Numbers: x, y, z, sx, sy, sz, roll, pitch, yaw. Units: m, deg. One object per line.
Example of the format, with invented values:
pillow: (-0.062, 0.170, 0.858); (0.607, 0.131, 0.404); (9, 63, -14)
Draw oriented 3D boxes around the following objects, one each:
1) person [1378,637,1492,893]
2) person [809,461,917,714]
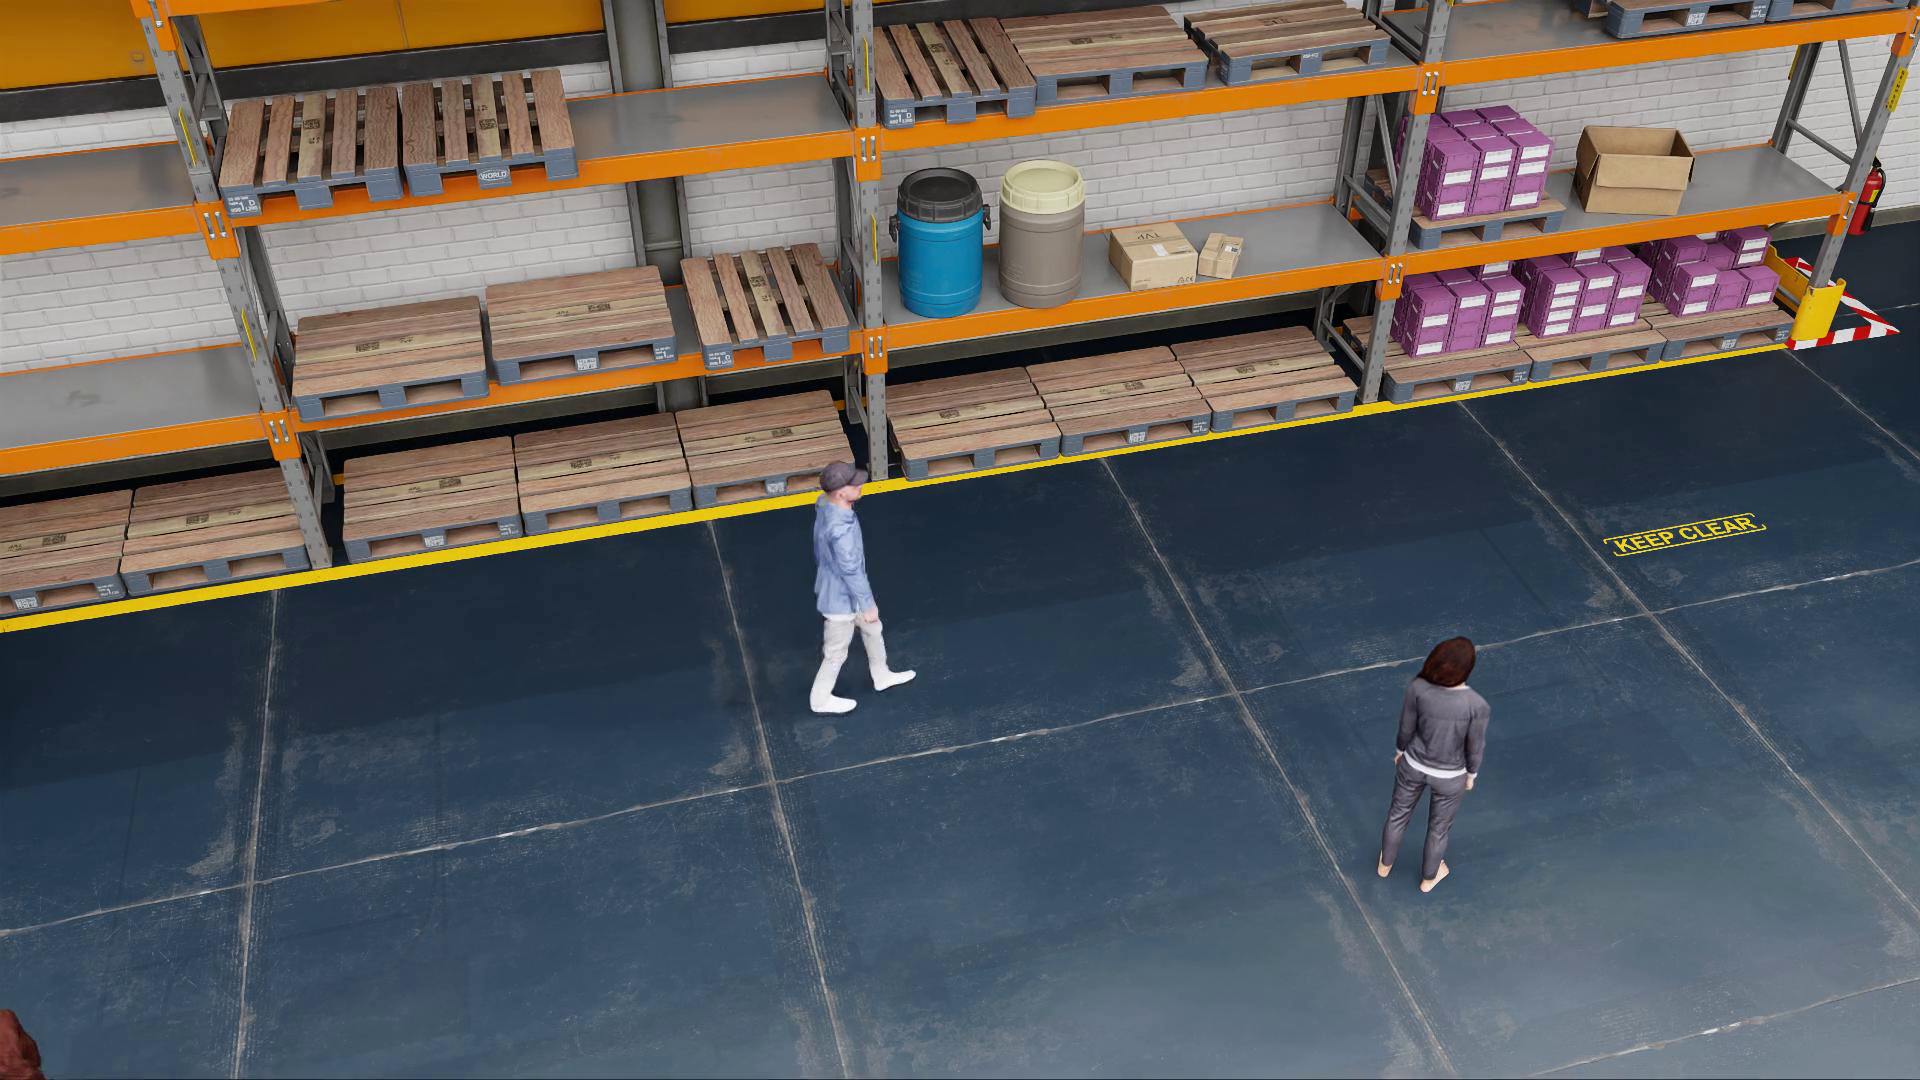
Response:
person: (2.550, 1.210, 8.945); (0.678, 1.768, 0.744); (19, 42, 22)
person: (-0.792, 0.330, 9.971); (0.953, 1.863, 0.717); (-4, 39, -5)
